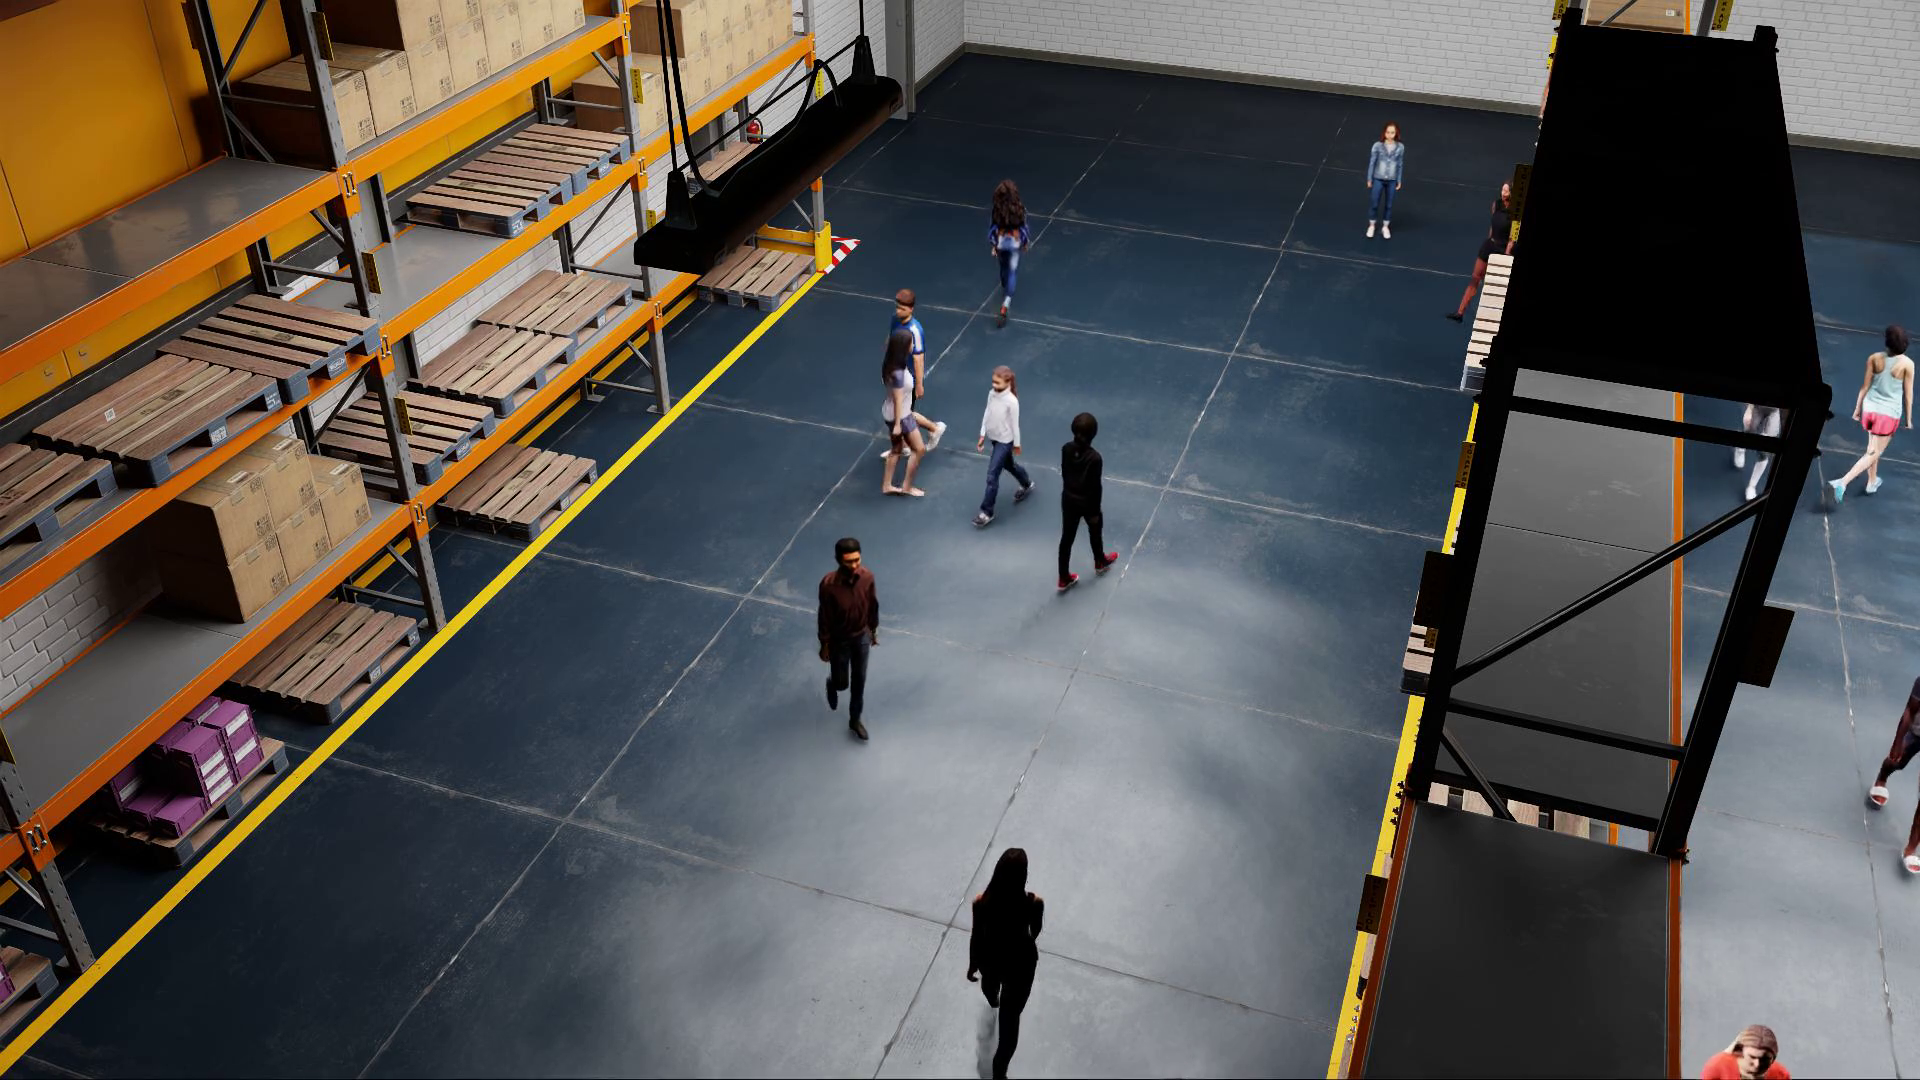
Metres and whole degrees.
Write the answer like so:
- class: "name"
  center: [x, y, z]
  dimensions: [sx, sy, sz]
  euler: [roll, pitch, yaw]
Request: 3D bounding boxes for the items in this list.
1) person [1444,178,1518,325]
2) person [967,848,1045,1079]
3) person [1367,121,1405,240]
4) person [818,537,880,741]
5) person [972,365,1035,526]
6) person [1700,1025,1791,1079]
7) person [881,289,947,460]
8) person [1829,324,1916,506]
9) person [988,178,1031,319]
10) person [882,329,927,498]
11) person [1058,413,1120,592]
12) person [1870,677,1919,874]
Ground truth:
- class: "person"
  center: [6.096, -3.202, 18.566]
  dimensions: [1.190, 1.696, 1.059]
  euler: [-18, 38, -25]
- class: "person"
  center: [0.272, 2.592, 9.889]
  dimensions: [0.778, 1.652, 1.125]
  euler: [2, 34, 3]
- class: "person"
  center: [5.299, -4.501, 20.719]
  dimensions: [0.617, 1.475, 0.583]
  euler: [4, 34, 6]
- class: "person"
  center: [-0.889, 0.699, 12.632]
  dimensions: [0.911, 1.769, 0.966]
  euler: [-16, 37, -23]
- class: "person"
  center: [0.450, -0.946, 15.331]
  dimensions: [1.098, 1.519, 0.882]
  euler: [-24, 40, -32]
- class: "person"
  center: [4.131, 3.152, 9.045]
  dimensions: [0.629, 1.653, 1.083]
  euler: [9, 35, 13]
- class: "person"
  center: [-0.441, -1.598, 16.011]
  dimensions: [1.035, 1.852, 0.968]
  euler: [-15, 36, -21]
- class: "person"
  center: [8.479, -1.127, 15.413]
  dimensions: [1.221, 1.731, 1.065]
  euler: [-18, 38, -25]
- class: "person"
  center: [0.549, -3.265, 18.760]
  dimensions: [0.691, 1.586, 1.053]
  euler: [7, 34, 11]
- class: "person"
  center: [-0.654, -1.165, 15.509]
  dimensions: [0.814, 1.688, 0.730]
  euler: [-3, 34, -5]
- class: "person"
  center: [0.982, -0.284, 14.218]
  dimensions: [0.809, 1.648, 1.013]
  euler: [25, 41, 32]
- class: "person"
  center: [6.777, 1.373, 11.708]
  dimensions: [0.660, 1.668, 1.226]
  euler: [9, 35, 14]
